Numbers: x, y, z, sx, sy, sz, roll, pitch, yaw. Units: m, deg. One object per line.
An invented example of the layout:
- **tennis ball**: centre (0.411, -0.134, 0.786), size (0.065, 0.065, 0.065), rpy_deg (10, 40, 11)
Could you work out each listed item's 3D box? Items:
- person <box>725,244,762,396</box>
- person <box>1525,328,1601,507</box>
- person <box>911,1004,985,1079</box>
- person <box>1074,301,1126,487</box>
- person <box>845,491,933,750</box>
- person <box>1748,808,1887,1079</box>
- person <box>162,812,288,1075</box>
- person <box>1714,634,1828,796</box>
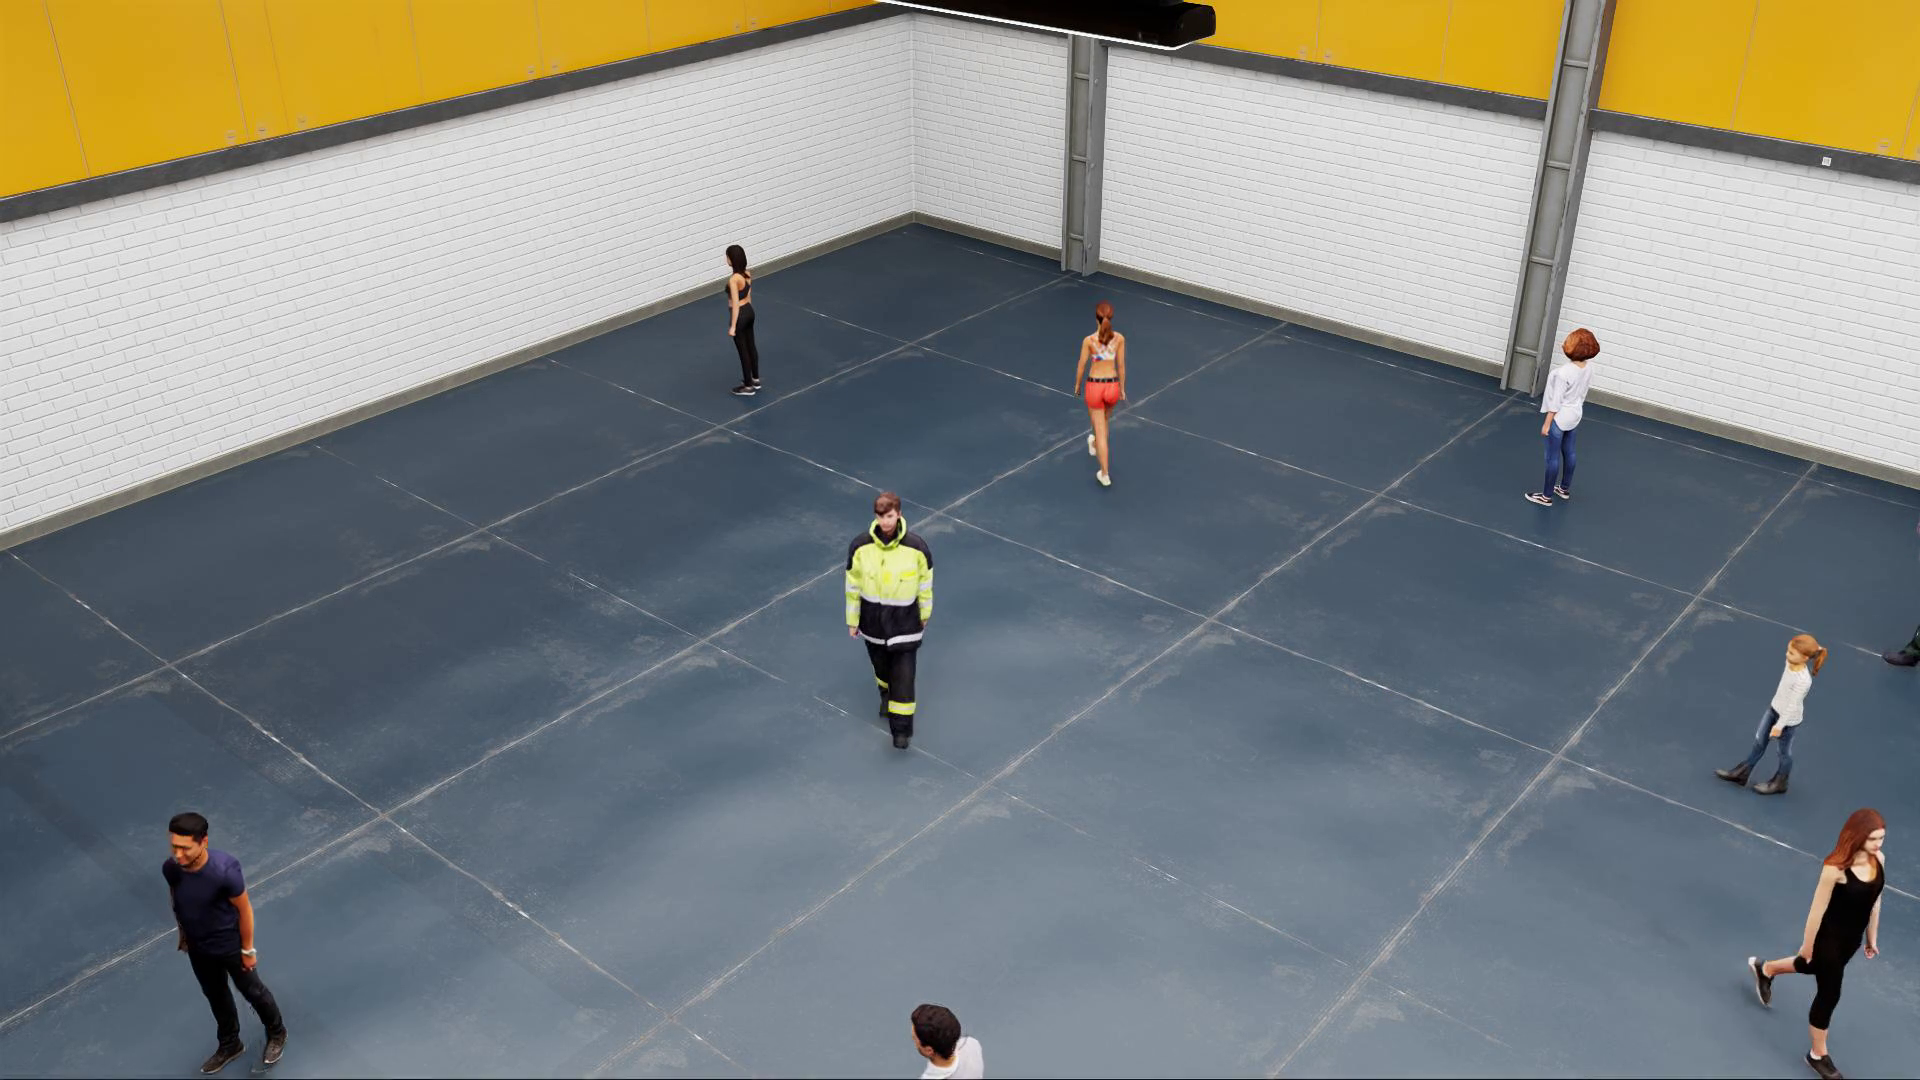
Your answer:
- **person**: centre (-2.320, -2.353, 17.734), size (0.604, 1.642, 0.629), rpy_deg (10, 30, 18)
- **person**: centre (5.635, -1.152, 15.459), size (0.709, 1.712, 0.703), rpy_deg (-17, 33, -29)
- **person**: centre (-0.080, 2.917, 7.780), size (0.707, 1.921, 0.790), rpy_deg (14, 32, 24)
- **person**: centre (1.366, -1.353, 15.778), size (1.020, 1.758, 1.143), rpy_deg (-5, 29, -10)
- **person**: centre (-0.500, 0.489, 12.209), size (1.234, 1.943, 1.220), rpy_deg (3, 29, 5)
- **person**: centre (4.877, 2.177, 9.363), size (0.870, 1.705, 1.146), rpy_deg (-12, 31, -21)
- **person**: centre (-4.094, 2.200, 9.232), size (0.740, 1.790, 0.849), rpy_deg (10, 30, 18)
- **person**: centre (5.778, 1.227, 11.520), size (0.800, 1.307, 0.696), rpy_deg (4, 29, 7)
